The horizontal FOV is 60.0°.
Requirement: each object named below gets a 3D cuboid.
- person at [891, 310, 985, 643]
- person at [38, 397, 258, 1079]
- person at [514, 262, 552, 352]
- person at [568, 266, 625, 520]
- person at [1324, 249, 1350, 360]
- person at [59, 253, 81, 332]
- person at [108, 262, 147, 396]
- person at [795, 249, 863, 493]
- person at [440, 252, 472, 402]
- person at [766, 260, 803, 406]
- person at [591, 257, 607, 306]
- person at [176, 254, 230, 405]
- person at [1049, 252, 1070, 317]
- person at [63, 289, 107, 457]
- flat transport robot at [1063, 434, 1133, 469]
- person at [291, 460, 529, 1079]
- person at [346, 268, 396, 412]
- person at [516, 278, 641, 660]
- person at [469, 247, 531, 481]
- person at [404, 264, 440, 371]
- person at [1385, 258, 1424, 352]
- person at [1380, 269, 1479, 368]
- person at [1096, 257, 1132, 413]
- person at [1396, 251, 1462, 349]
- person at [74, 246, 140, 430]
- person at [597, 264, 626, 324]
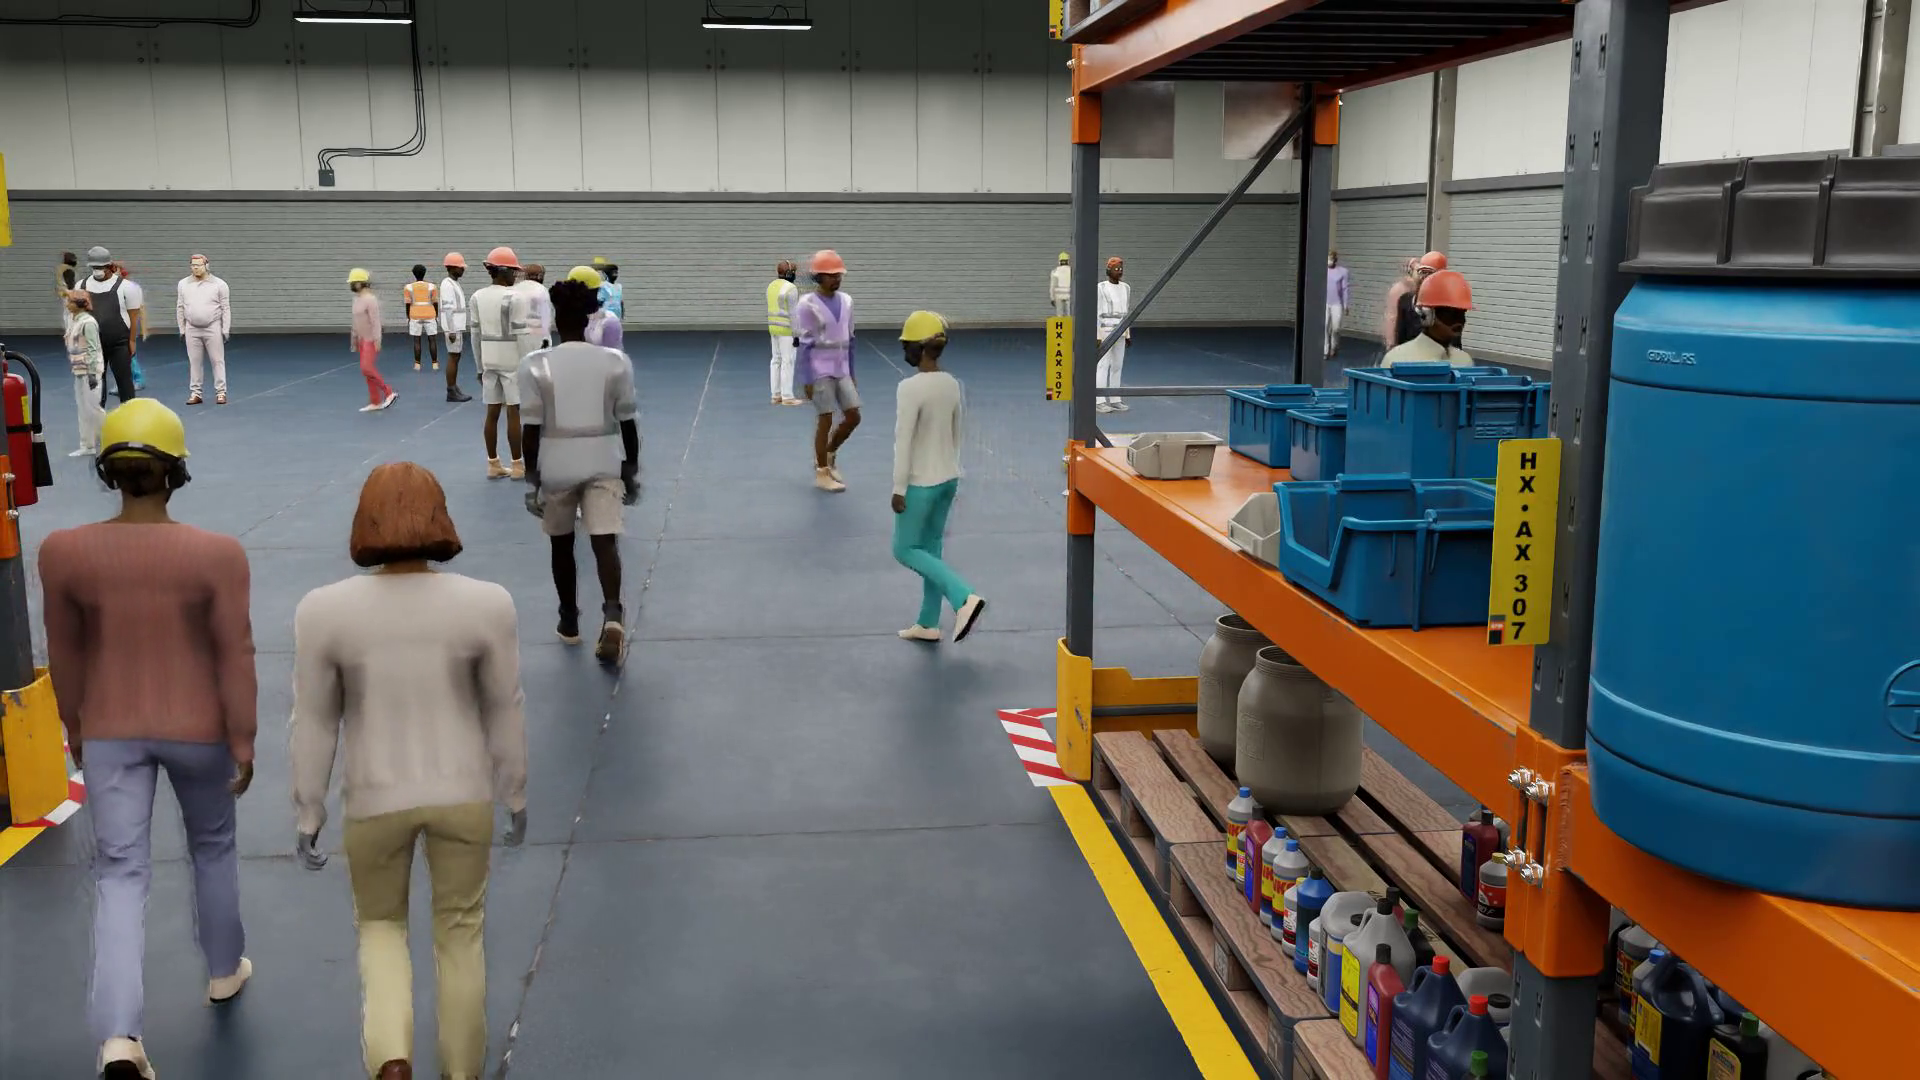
[{"bbox_3d":[-0.114,-0.300,8.589,0.514,1.753,0.533,6,12,30],"label":"person"},{"bbox_3d":[-2.083,0.503,4.285,0.517,1.730,0.865,-3,11,-14],"label":"person"},{"bbox_3d":[-5.453,-2.614,21.123,0.641,1.817,0.736,6,12,31],"label":"person"},{"bbox_3d":[-2.743,-1.079,12.420,0.588,1.920,0.393,10,14,42],"label":"person"},{"bbox_3d":[6.435,-4.090,28.924,0.642,1.919,0.569,3,11,15],"label":"person"},{"bbox_3d":[-18.470,-5.059,34.581,0.433,1.811,0.763,-6,12,-31],"label":"person"},{"bbox_3d":[-11.425,-2.882,22.665,0.589,1.796,0.988,1,10,4],"label":"person"},{"bbox_3d":[-1.075,-1.400,13.887,0.424,2.023,0.630,10,14,43],"label":"person"},{"bbox_3d":[-6.537,-2.763,21.604,0.373,1.934,0.551,-1,10,-7],"label":"person"},{"bbox_3d":[-2.209,-2.622,21.132,0.430,1.836,0.629,-8,13,-36],"label":"person"},{"bbox_3d":[-7.485,-5.063,34.797,0.662,1.719,0.492,3,11,18],"label":"person"},{"bbox_3d":[-9.652,-2.679,21.225,0.638,1.911,0.406,-2,10,-9],"label":"person"},{"bbox_3d":[2.160,-5.055,34.488,0.627,1.816,0.425,1,10,4],"label":"person"},{"bbox_3d":[-8.450,-1.607,16.136,0.417,1.635,0.536,-10,14,-44],"label":"person"},{"bbox_3d":[1.353,-0.840,15.633,0.652,0.197,1.431,2,10,8],"label":"flat transport robot"},{"bbox_3d":[-1.271,0.630,3.881,0.539,1.614,0.442,-3,11,-16],"label":"person"},{"bbox_3d":[-7.230,-2.425,20.268,0.395,1.756,0.533,-9,13,-40],"label":"person"},{"bbox_3d":[-1.922,-0.363,8.467,0.609,1.934,0.921,-4,11,-22],"label":"person"},{"bbox_3d":[-3.994,-1.536,14.600,0.608,2.039,0.395,5,12,27],"label":"person"},{"bbox_3d":[-8.561,-3.533,26.483,0.532,1.697,0.320,-4,11,-20],"label":"person"},{"bbox_3d":[5.357,-2.323,19.346,0.673,1.872,0.878,-9,13,-39],"label":"person"},{"bbox_3d":[2.186,-0.290,7.928,0.634,1.982,0.567,-7,12,-33],"label":"person"},{"bbox_3d":[1.868,-2.500,20.308,0.587,1.882,0.342,-8,13,-39],"label":"person"},{"bbox_3d":[4.335,-1.659,15.391,0.610,1.996,0.378,7,12,33],"label":"person"},{"bbox_3d":[-9.406,-2.214,18.308,0.680,2.000,0.537,-1,10,-7],"label":"person"},{"bbox_3d":[-5.707,-3.691,27.371,0.426,1.684,0.556,6,12,30],"label":"person"}]
